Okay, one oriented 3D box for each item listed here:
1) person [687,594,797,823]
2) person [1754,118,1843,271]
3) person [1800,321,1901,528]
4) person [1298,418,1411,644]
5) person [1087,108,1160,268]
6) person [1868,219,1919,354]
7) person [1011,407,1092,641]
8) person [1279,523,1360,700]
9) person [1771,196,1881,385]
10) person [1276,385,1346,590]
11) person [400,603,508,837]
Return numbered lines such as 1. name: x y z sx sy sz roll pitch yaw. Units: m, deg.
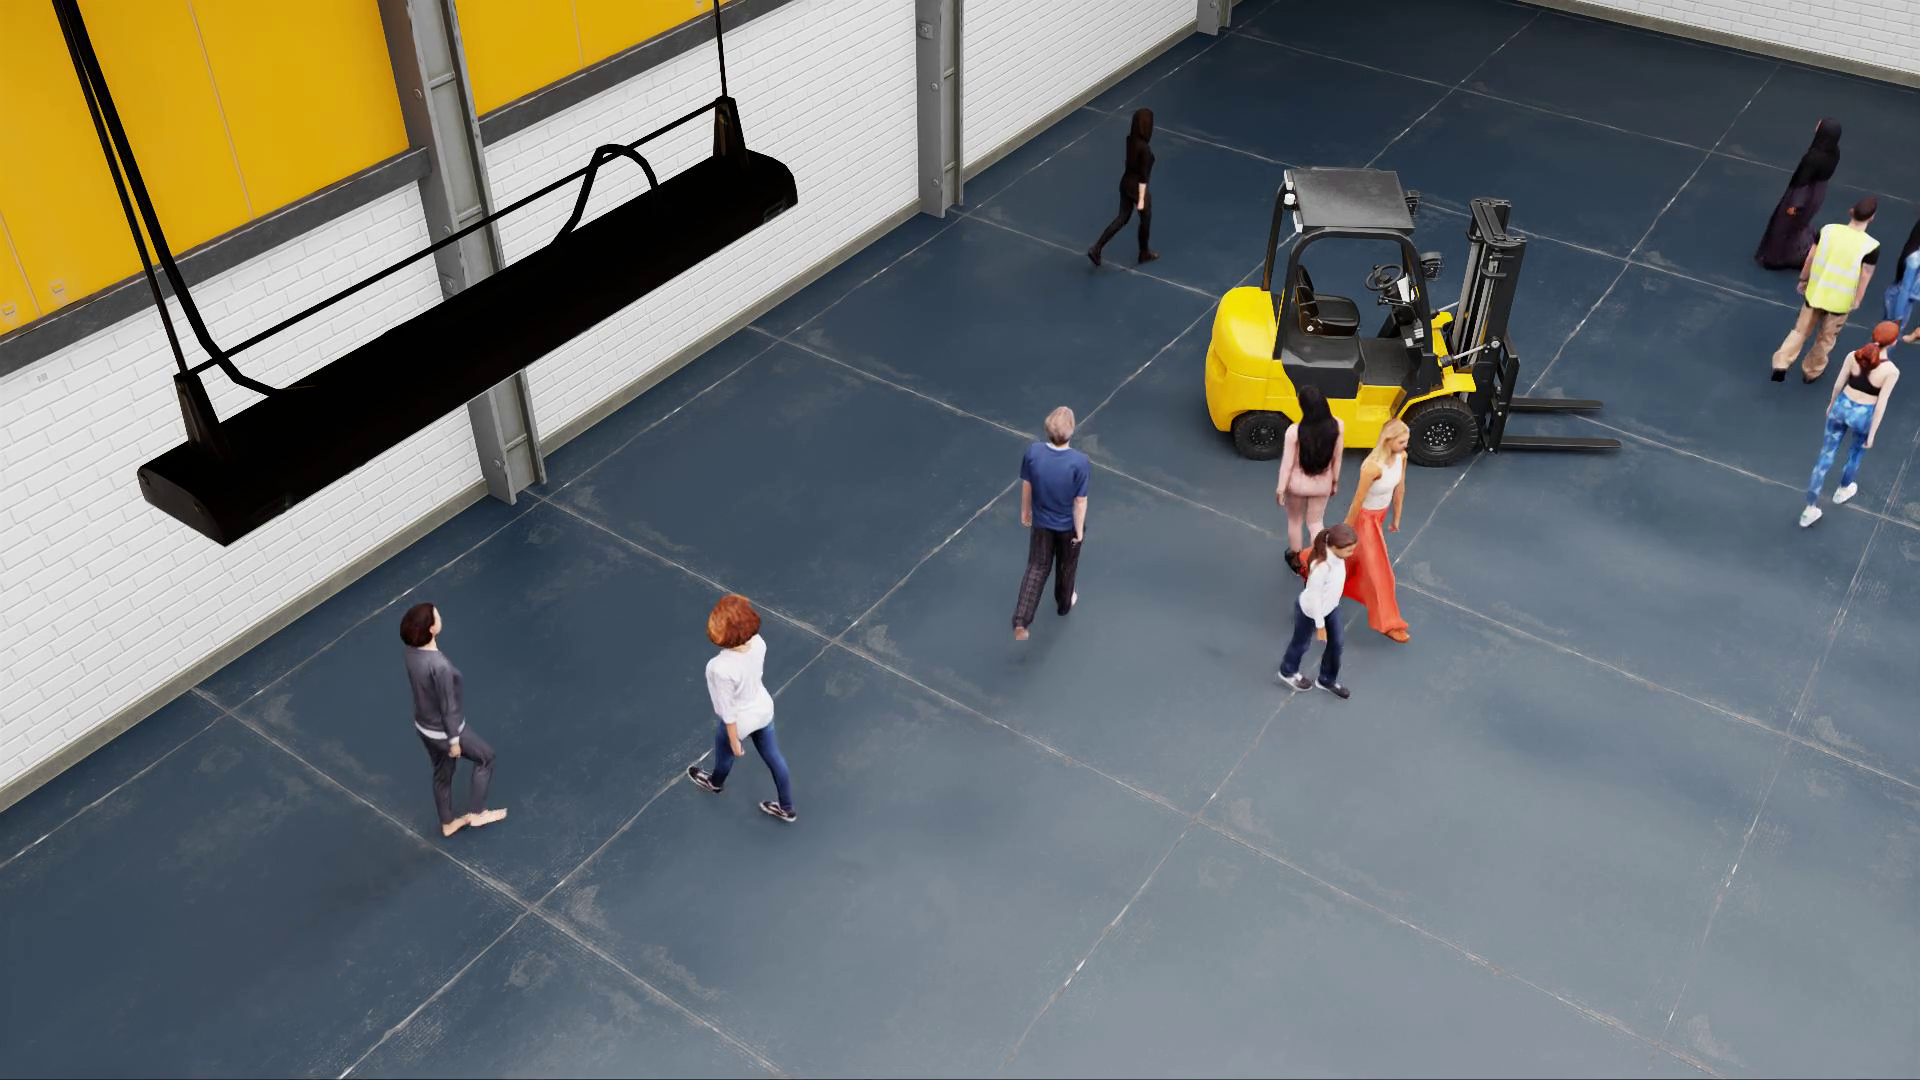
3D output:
1. person: -1.258 1.130 10.357 0.711 1.672 0.959 22 44 26
2. person: 8.145 -3.264 15.913 0.909 1.604 0.860 -21 43 -25
3. person: 6.786 -0.851 12.764 1.013 1.762 0.726 -30 47 -32
4. person: 2.843 -0.161 11.914 1.275 1.746 0.899 -30 48 -32
5. person: 1.607 -3.338 15.997 1.114 1.616 0.889 -19 42 -22
6. person: 8.040 -2.024 14.274 0.692 1.711 0.494 18 42 22
7. person: 0.647 -0.065 11.714 0.819 1.846 1.115 14 41 17
8. person: 2.367 0.437 11.340 0.652 1.527 0.714 28 46 30
9. person: 7.433 -2.079 14.249 1.025 1.828 0.802 -32 48 -33
10. person: 2.565 -0.331 12.168 0.987 1.695 1.045 -5 39 -7
11. person: -3.251 1.193 10.214 0.638 1.750 0.630 28 46 30
